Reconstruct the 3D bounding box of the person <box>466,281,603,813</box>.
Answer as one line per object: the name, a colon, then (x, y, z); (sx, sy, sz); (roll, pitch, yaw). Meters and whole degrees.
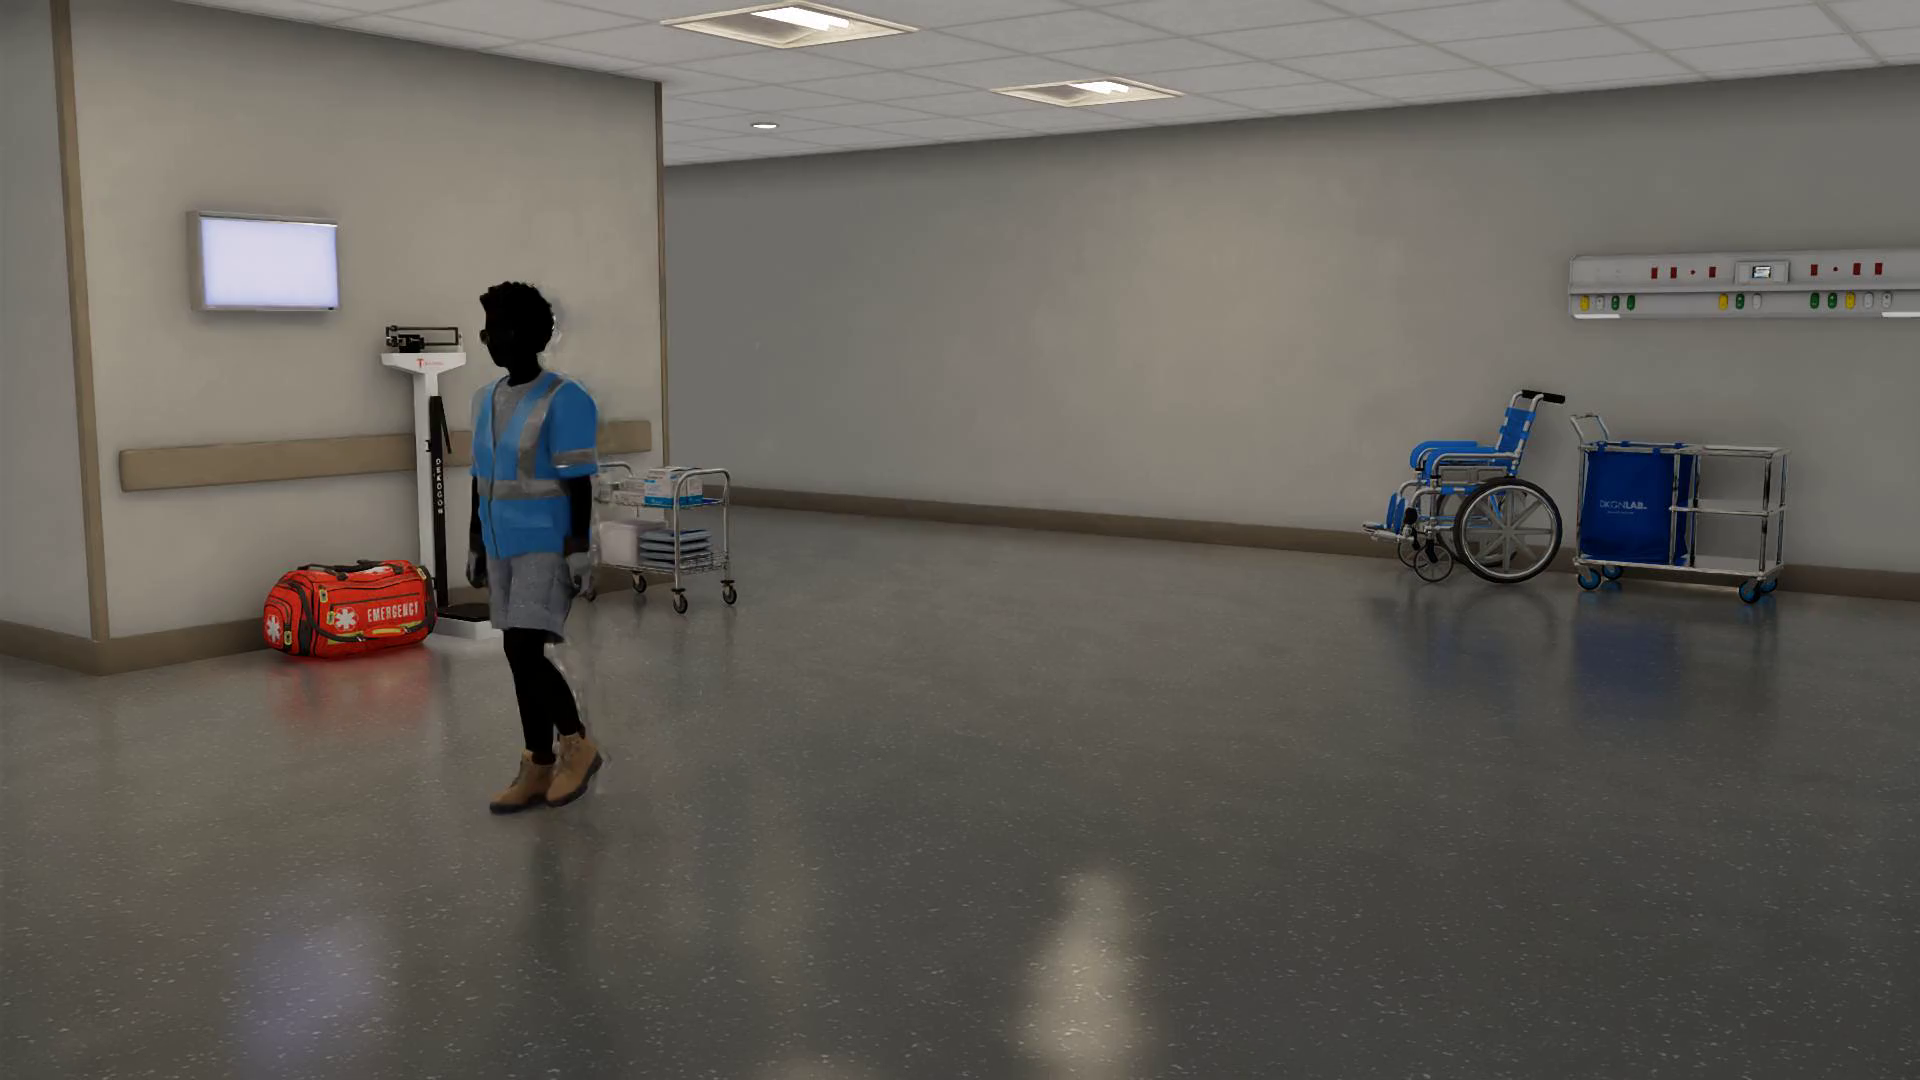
person: (-1.374, 0.034, 5.257); (0.551, 1.686, 0.368); (6, 9, 39)
